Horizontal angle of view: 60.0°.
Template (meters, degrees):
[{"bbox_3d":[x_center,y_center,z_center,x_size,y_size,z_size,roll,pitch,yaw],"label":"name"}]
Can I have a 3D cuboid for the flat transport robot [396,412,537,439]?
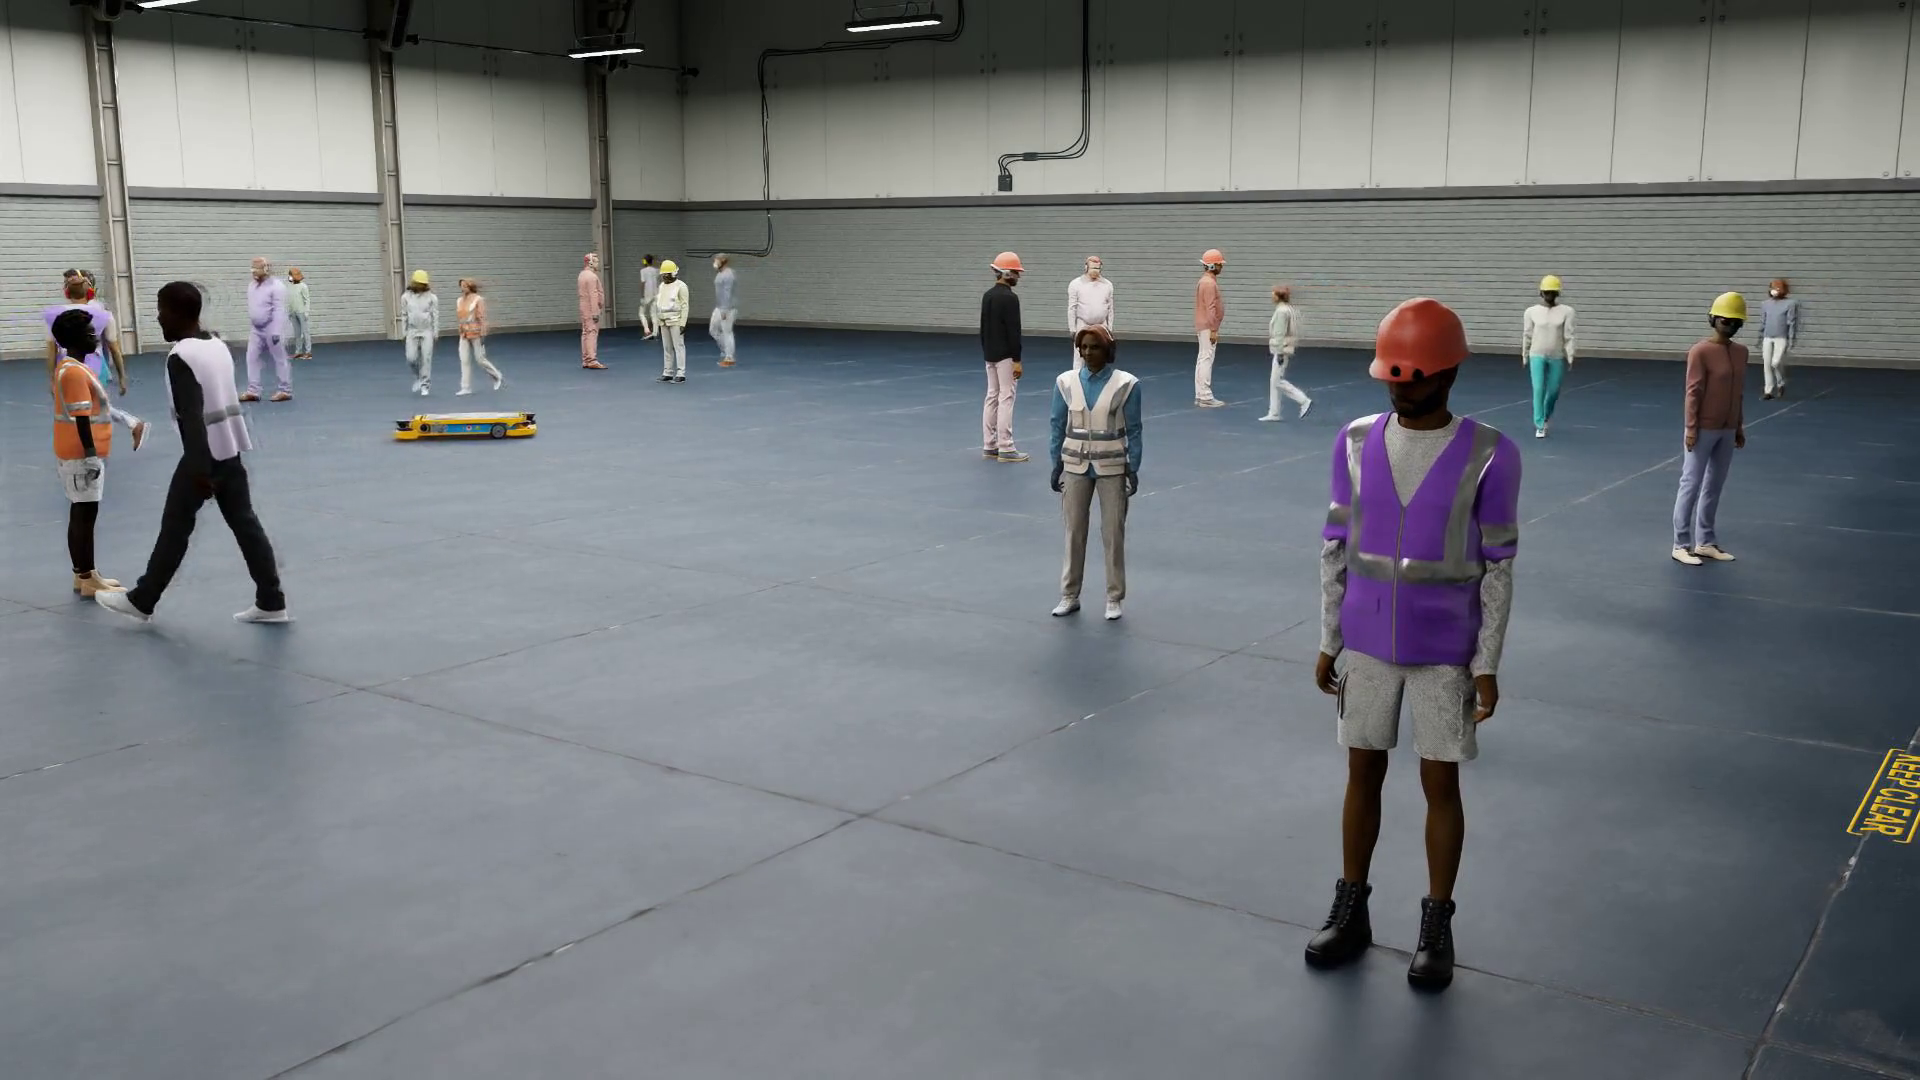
[{"bbox_3d":[-5.300,-1.242,17.900,1.431,0.197,0.652,-3,10,-15],"label":"flat transport robot"}]

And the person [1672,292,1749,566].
[{"bbox_3d":[4.907,-0.719,10.792,0.527,1.765,0.328,-5,11,-27],"label":"person"}]

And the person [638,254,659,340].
[{"bbox_3d":[-6.680,-5.200,35.675,0.476,1.842,0.538,9,13,41],"label":"person"}]

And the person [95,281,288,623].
[{"bbox_3d":[-4.181,-0.451,8.999,1.020,1.864,0.618,0,10,0],"label":"person"}]

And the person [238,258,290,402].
[{"bbox_3d":[-9.135,-2.724,21.680,0.680,1.877,0.811,5,11,27],"label":"person"}]

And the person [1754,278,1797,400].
[{"bbox_3d":[10.760,-2.646,21.992,0.345,1.617,0.519,-6,12,-31],"label":"person"}]

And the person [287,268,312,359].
[{"bbox_3d":[-11.929,-4.081,29.990,0.507,1.632,0.265,6,12,28],"label":"person"}]

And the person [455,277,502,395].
[{"bbox_3d":[-6.678,-2.811,22.928,0.533,1.619,0.662,6,12,29],"label":"person"}]

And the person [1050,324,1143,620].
[{"bbox_3d":[0.749,-0.374,9.210,0.520,1.639,0.312,4,11,20],"label":"person"}]

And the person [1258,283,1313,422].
[{"bbox_3d":[3.785,-2.163,19.266,0.542,1.622,0.523,2,10,13],"label":"person"}]

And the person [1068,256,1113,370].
[{"bbox_3d":[1.754,-2.820,22.160,0.640,1.909,0.409,-3,10,-15],"label":"person"}]

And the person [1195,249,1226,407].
[{"bbox_3d":[3.184,-2.697,21.220,0.379,1.996,0.610,0,10,-2],"label":"person"}]

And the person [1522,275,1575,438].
[{"bbox_3d":[6.352,-1.998,18.000,0.528,1.743,0.735,3,10,14],"label":"person"}]

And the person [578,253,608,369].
[{"bbox_3d":[-6.084,-3.778,27.525,0.399,1.909,0.642,-5,11,-28],"label":"person"}]

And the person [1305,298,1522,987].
[{"bbox_3d":[1.257,0.293,4.668,0.543,1.928,0.374,6,12,31],"label":"person"}]

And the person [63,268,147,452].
[{"bbox_3d":[-8.284,-1.684,15.996,0.729,1.849,0.496,-9,14,-41],"label":"person"}]

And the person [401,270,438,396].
[{"bbox_3d":[-7.383,-2.828,22.742,0.488,1.717,0.372,-1,10,-8],"label":"person"}]

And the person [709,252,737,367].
[{"bbox_3d":[-3.992,-3.865,27.988,0.445,1.924,0.629,-5,11,-26],"label":"person"}]

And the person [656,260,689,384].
[{"bbox_3d":[-4.291,-3.234,24.719,0.589,1.822,0.403,8,13,38],"label":"person"}]

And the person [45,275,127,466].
[{"bbox_3d":[-7.855,-1.478,14.975,0.583,1.791,0.993,-2,10,-12],"label":"person"}]

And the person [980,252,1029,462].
[{"bbox_3d":[0.425,-1.745,15.898,0.388,1.990,0.622,-5,11,-27],"label":"person"}]

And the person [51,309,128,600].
[{"bbox_3d":[-5.131,-0.500,9.752,0.319,1.697,0.533,-6,12,-32],"label":"person"}]
